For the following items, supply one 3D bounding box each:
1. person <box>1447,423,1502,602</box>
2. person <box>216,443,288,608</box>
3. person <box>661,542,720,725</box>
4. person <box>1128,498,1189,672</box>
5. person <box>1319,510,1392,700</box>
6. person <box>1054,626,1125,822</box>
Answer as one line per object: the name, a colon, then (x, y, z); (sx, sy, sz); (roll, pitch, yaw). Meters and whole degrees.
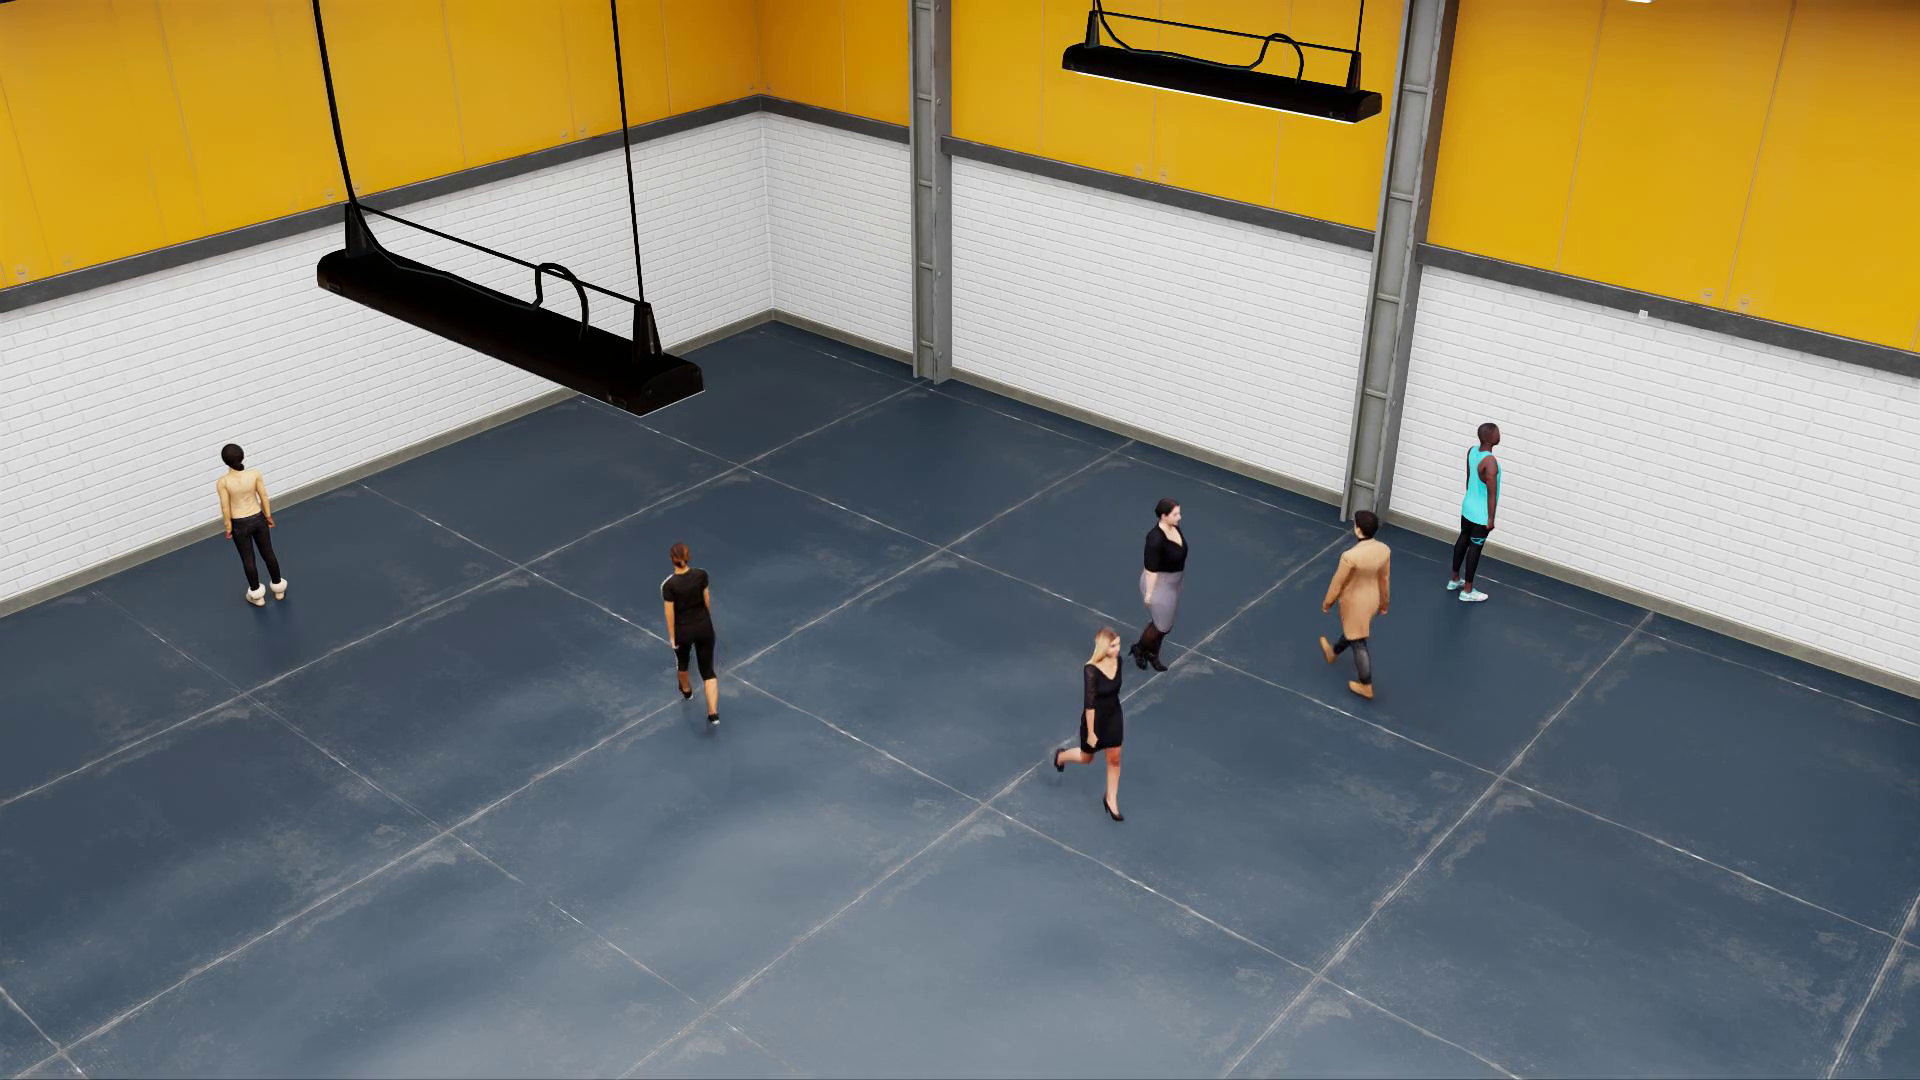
person: (4.899, -0.283, 15.773); (0.736, 1.811, 0.635); (-7, 29, -13)
person: (-6.720, -0.162, 15.711); (0.652, 1.660, 0.613); (-20, 35, -32)
person: (-2.220, 0.800, 13.972); (0.923, 1.635, 1.180); (-11, 30, -19)
person: (1.682, 0.390, 14.605); (0.748, 1.749, 0.722); (14, 32, 24)
person: (3.486, 0.588, 14.307); (0.971, 1.686, 1.199); (-13, 31, -22)
person: (1.032, 1.384, 12.880); (0.692, 1.655, 1.047); (-21, 35, -33)
